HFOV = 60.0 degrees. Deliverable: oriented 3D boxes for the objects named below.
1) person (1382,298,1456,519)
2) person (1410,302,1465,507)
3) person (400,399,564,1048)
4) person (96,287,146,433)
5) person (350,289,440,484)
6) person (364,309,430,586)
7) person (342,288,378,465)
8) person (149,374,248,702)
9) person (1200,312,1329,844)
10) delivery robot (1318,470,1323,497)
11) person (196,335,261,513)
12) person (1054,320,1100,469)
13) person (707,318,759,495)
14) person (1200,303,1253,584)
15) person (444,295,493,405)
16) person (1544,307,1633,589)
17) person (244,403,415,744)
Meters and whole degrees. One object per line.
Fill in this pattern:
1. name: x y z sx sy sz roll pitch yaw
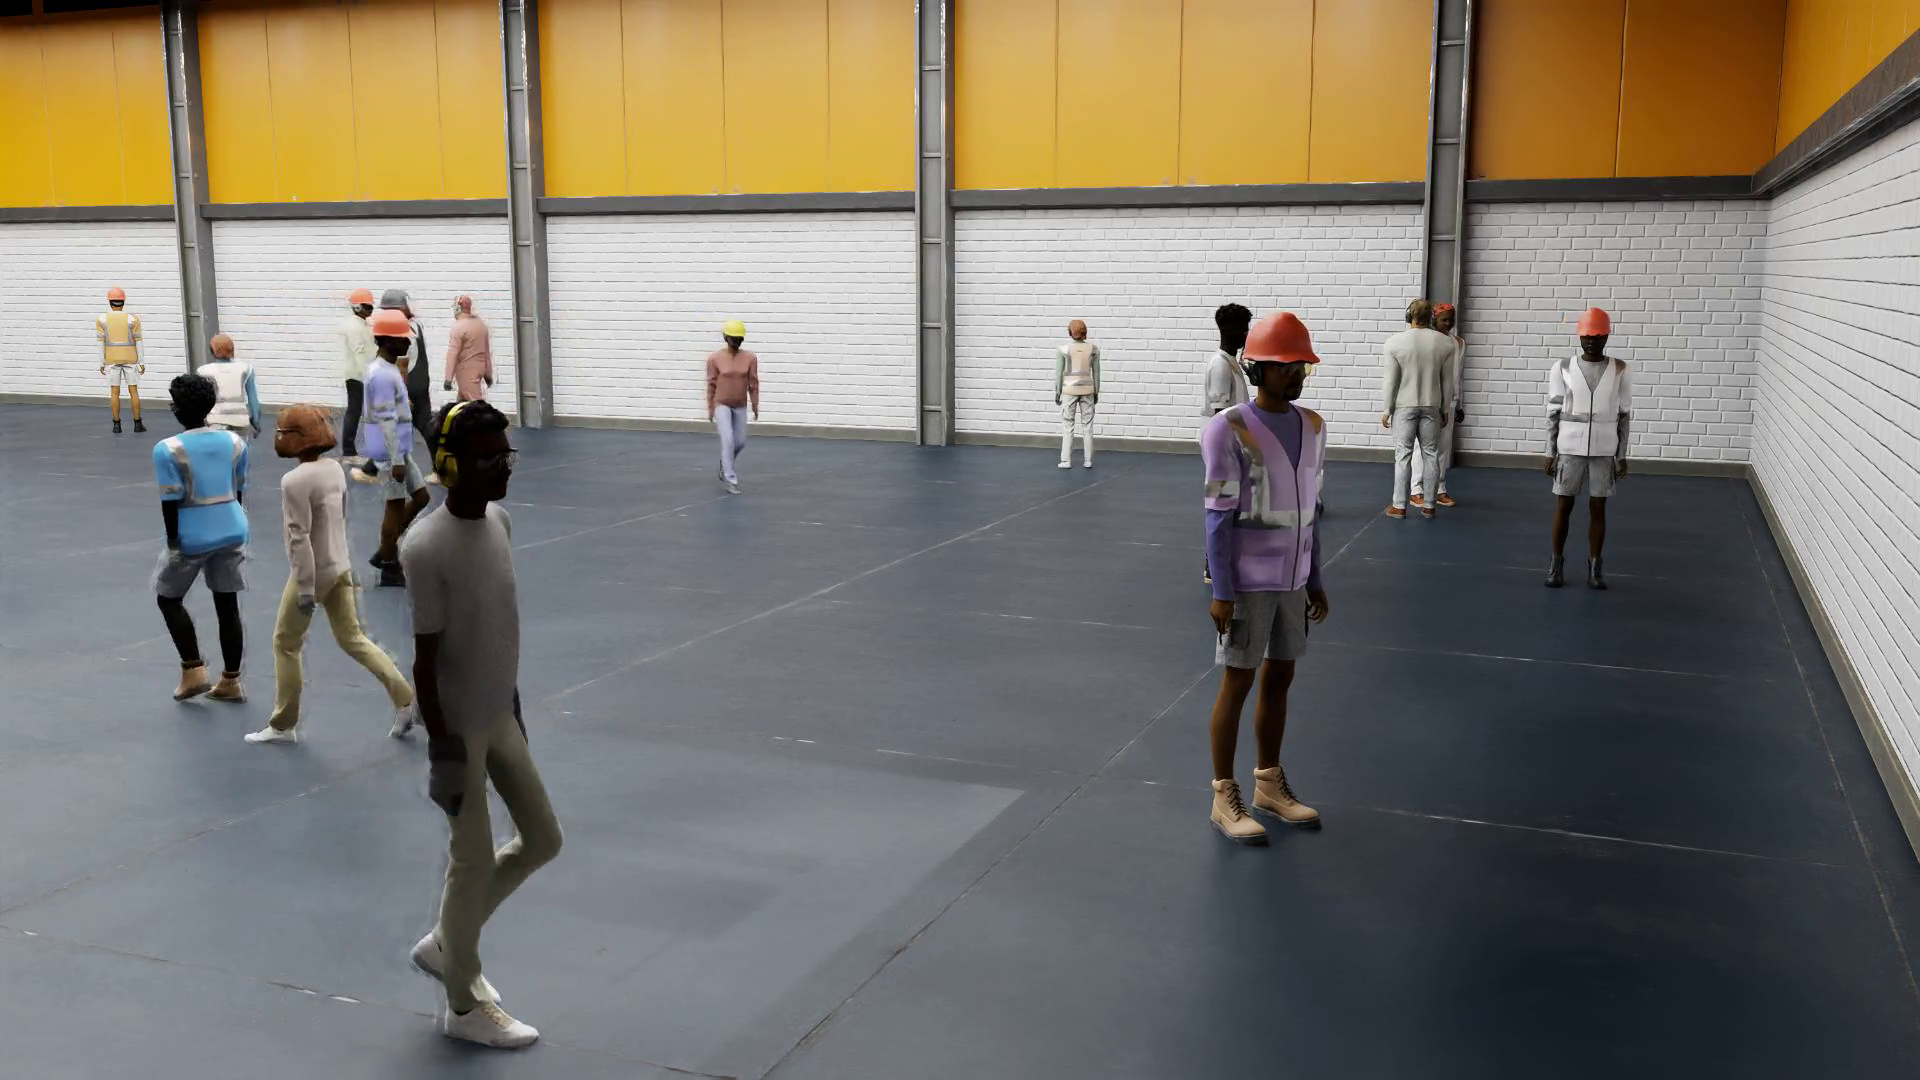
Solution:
1. person: 4.002 -1.146 14.595 0.631 1.940 0.372 0 9 -2
2. person: 4.400 -1.241 15.336 0.584 1.882 0.337 -4 10 -23
3. person: -1.354 0.529 4.692 0.401 1.855 0.544 2 10 13
4. person: -11.153 -2.388 22.128 0.553 1.934 0.366 -4 10 -21
5. person: -5.670 -1.572 16.866 1.036 2.000 0.687 1 9 8
6. person: -3.882 -0.622 11.473 0.407 1.920 0.576 -2 10 -13
7. person: -6.554 -1.810 18.541 0.841 1.963 0.623 0 9 -2
8. person: -3.841 0.001 8.426 0.432 1.682 0.539 6 11 34
9. person: 1.208 0.143 6.467 0.608 2.044 0.371 -7 12 -36
10. delivery robot: 2.839 -0.514 14.667 0.707 0.478 0.477 -4 10 -22
11. person: -6.661 -1.057 15.072 0.541 1.587 0.847 -7 12 -38
12. person: 1.285 -1.589 18.206 0.523 1.634 0.312 -2 10 -12
13. person: -2.259 -1.321 16.322 0.529 1.731 0.685 -5 11 -27
14. person: 1.865 -0.673 11.648 0.362 1.964 0.611 2 10 10
15. person: -5.953 -1.975 19.838 0.995 1.855 0.674 2 10 13
16. person: 4.304 -0.620 11.414 0.552 1.935 0.373 3 10 16
17. person: -2.907 0.164 7.695 0.805 1.602 0.512 1 9 7
